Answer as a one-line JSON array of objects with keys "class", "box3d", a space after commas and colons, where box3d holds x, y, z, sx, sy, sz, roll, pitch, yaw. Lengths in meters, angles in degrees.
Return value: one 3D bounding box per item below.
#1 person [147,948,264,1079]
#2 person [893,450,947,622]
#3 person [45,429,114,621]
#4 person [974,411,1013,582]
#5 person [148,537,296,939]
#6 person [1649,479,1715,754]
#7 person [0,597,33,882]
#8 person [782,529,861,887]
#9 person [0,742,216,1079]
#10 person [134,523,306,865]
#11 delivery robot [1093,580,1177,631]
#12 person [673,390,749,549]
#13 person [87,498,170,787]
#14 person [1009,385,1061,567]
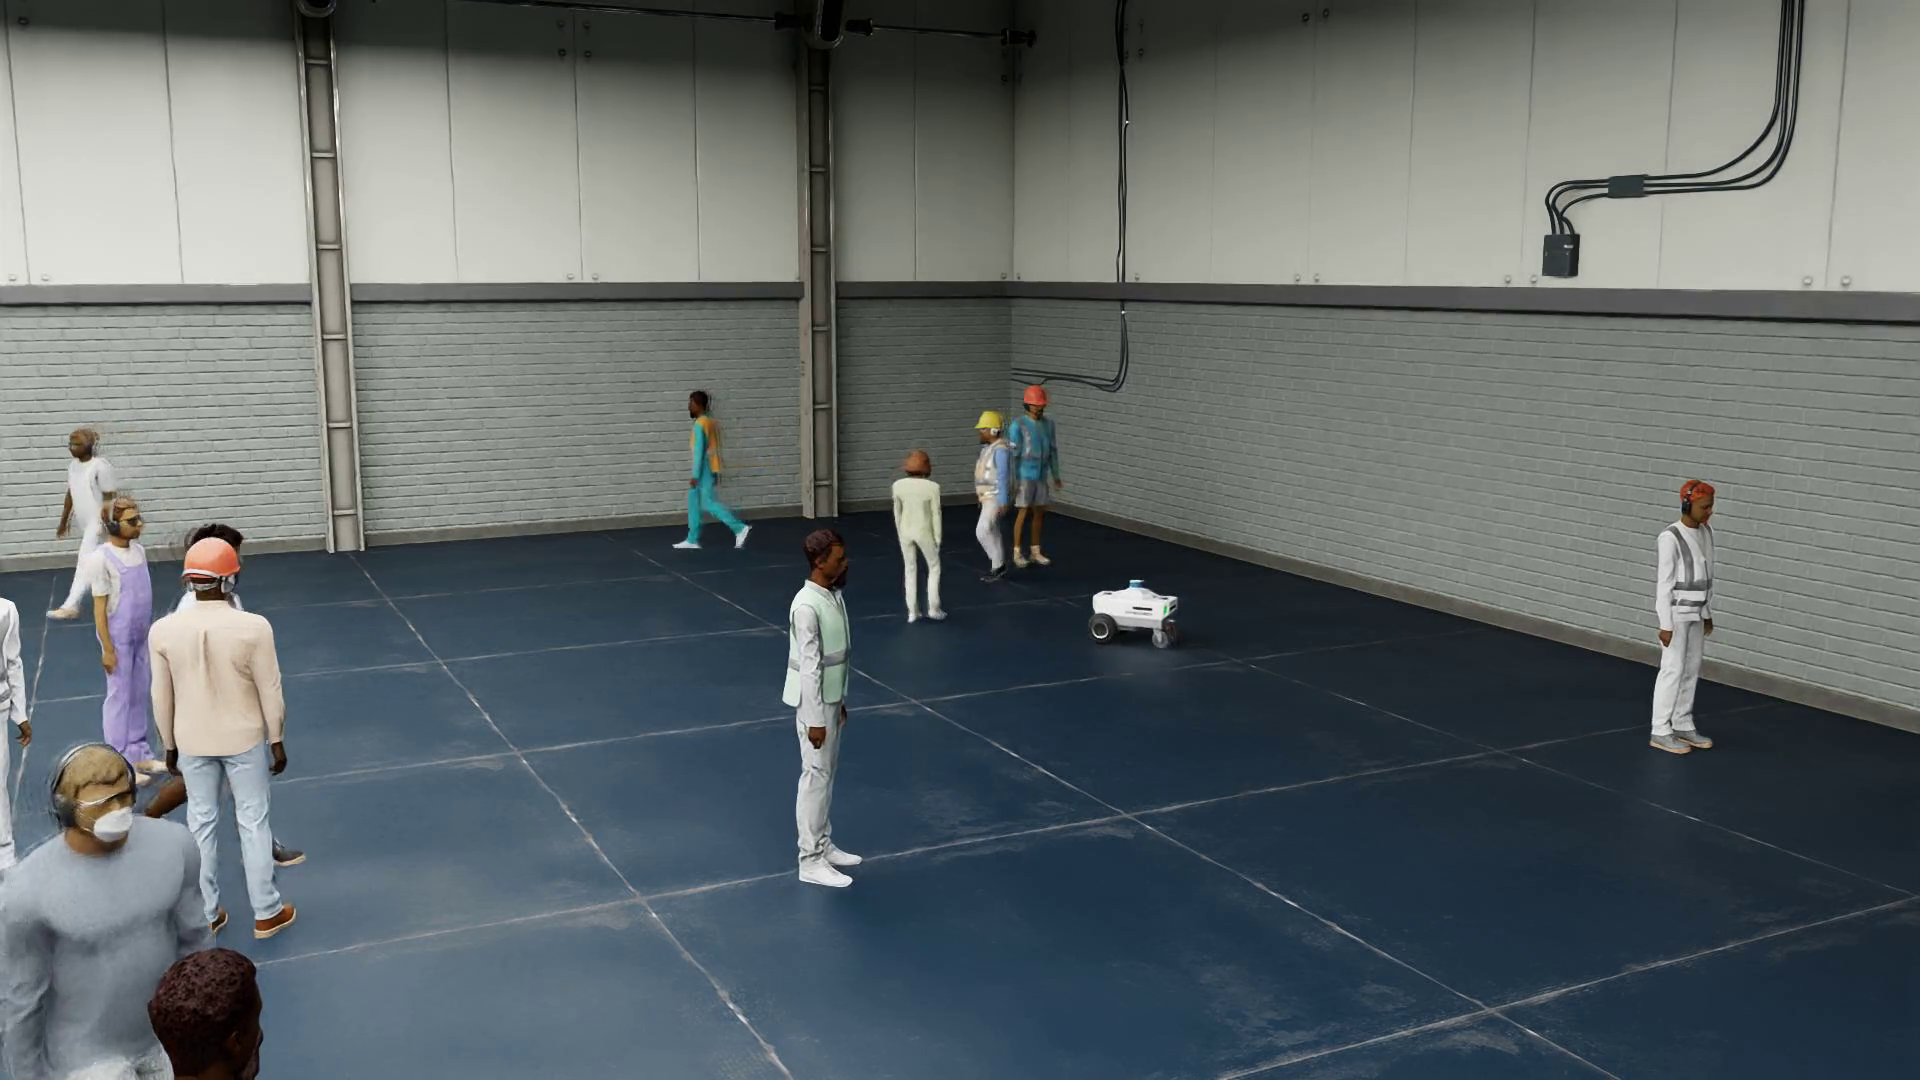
[{"class": "person", "box3d": [-1.520, 1.778, 3.450, 0.588, 1.920, 0.392, 2, 9, 11]}, {"class": "person", "box3d": [-0.369, -0.039, 15.581, 0.529, 1.616, 0.467, 3, 10, 19]}, {"class": "person", "box3d": [-8.297, -0.169, 15.867, 0.522, 1.797, 0.990, 6, 11, 31]}, {"class": "person", "box3d": [0.332, -0.445, 17.456, 0.432, 1.814, 0.627, -2, 9, -13]}, {"class": "person", "box3d": [-3.605, 0.977, 8.147, 0.608, 1.996, 0.381, -1, 9, -4]}, {"class": "person", "box3d": [4.943, 0.518, 11.350, 0.587, 1.878, 0.360, -7, 12, -38]}, {"class": "person", "box3d": [-5.167, 0.946, 8.671, 0.353, 1.887, 0.573, 9, 13, 43]}, {"class": "person", "box3d": [-0.748, 0.886, 8.956, 0.390, 1.917, 0.591, 1, 9, 6]}, {"class": "person", "box3d": [-2.604, 1.519, 5.048, 0.798, 1.921, 0.629, 5, 11, 29]}, {"class": "person", "box3d": [-4.104, 0.865, 9.021, 0.865, 1.941, 0.604, 0, 9, 1]}, {"class": "delivery robot", "box3d": [1.545, 0.593, 14.650, 0.707, 0.478, 0.477, 4, 10, 24]}, {"class": "person", "box3d": [-2.940, -0.815, 19.538, 0.844, 1.890, 0.596, 0, 9, -3]}, {"class": "person", "box3d": [-5.320, 0.646, 10.651, 0.353, 1.843, 0.524, 1, 9, 5]}, {"class": "person", "box3d": [0.837, -0.707, 18.428, 0.668, 2.028, 0.426, -7, 12, -39]}]
